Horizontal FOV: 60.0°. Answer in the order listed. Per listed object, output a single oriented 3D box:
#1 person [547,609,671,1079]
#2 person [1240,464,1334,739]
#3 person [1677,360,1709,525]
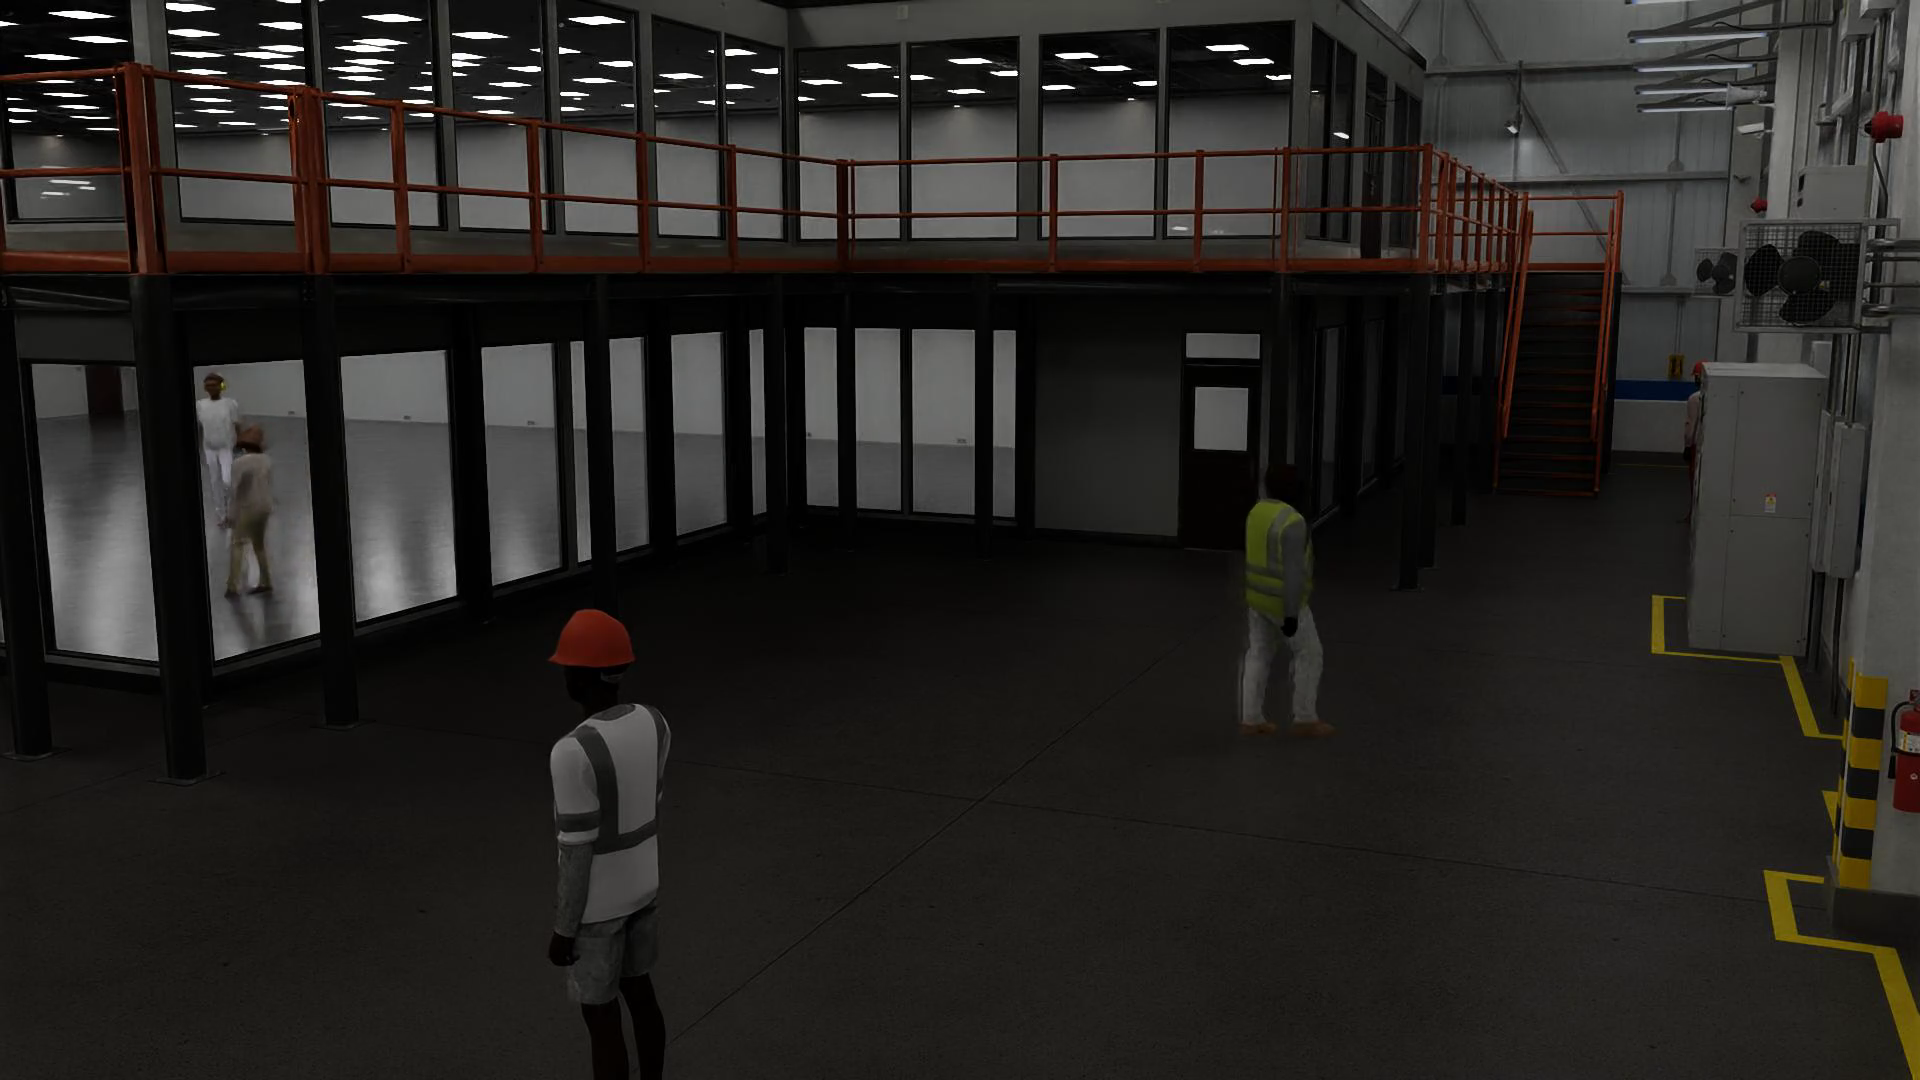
[{"bbox_3d":[-1.209,1.189,5.637,0.360,1.938,0.545,4,10,21],"label":"person"},{"bbox_3d":[2.165,0.407,10.849,0.715,1.816,0.640,-3,10,-21],"label":"person"},{"bbox_3d":[8.925,-1.162,20.008,0.610,1.985,0.415,-5,11,-29],"label":"person"}]
